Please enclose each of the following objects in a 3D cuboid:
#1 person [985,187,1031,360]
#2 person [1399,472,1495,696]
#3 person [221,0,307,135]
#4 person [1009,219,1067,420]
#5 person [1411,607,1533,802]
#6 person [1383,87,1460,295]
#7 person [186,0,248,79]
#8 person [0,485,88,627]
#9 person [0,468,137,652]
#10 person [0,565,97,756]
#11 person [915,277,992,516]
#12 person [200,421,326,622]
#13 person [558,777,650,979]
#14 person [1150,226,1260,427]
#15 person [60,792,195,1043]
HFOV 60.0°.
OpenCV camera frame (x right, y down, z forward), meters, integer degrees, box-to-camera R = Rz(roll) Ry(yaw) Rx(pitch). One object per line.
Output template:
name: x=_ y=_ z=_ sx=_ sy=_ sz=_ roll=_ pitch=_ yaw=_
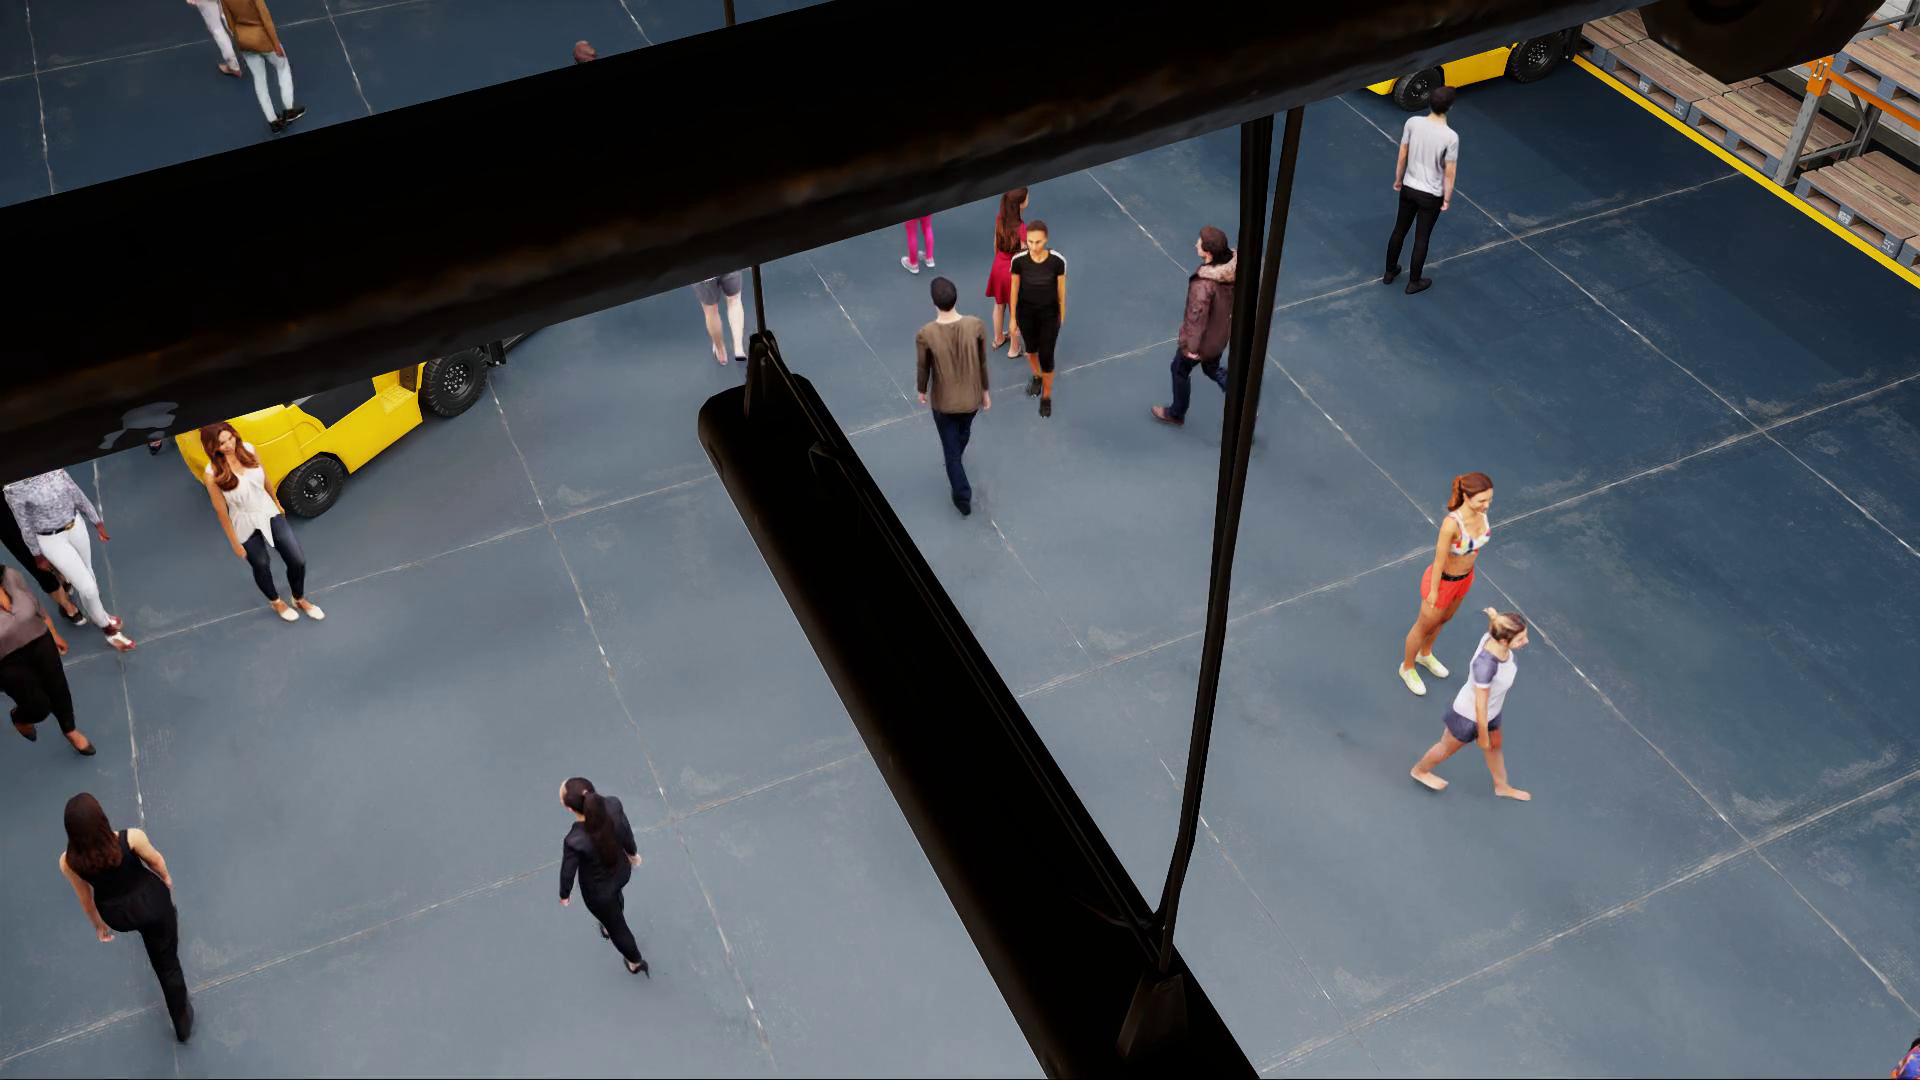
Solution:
person: x=0.413 y=-2.173 z=13.364 sx=0.684 sy=1.552 sz=0.623 roll=-33 pitch=53 yaw=-30
person: x=3.126 y=0.247 z=10.651 sx=0.628 sy=1.789 sz=0.599 roll=-28 pitch=50 yaw=-26
person: x=-6.737 y=-4.703 z=15.836 sx=0.818 sy=1.806 sz=0.865 roll=5 pitch=44 yaw=5
person: x=0.612 y=-1.830 z=12.931 sx=0.824 sy=1.652 sz=0.910 roll=7 pitch=44 yaw=8
person: x=3.034 y=0.991 z=10.020 sx=1.036 sy=1.583 sz=0.892 roll=23 pitch=48 yaw=22
person: x=3.868 y=-2.935 z=13.938 sx=0.622 sy=1.863 sz=0.804 roll=33 pitch=53 yaw=30
person: x=-7.442 y=-5.512 z=16.628 sx=0.912 sy=1.884 sz=0.858 roll=23 pitch=48 yaw=22
person: x=-6.205 y=-0.080 z=11.053 sx=0.918 sy=1.708 sz=0.762 roll=30 pitch=51 yaw=28
person: x=-5.986 y=-0.031 z=10.998 sx=0.899 sy=1.713 sz=0.833 roll=16 pitch=46 yaw=16
person: x=-5.811 y=0.677 z=10.177 sx=0.927 sy=1.821 sz=0.857 roll=21 pitch=48 yaw=21
person: x=-0.003 y=-0.960 z=11.884 sx=0.741 sy=1.838 sz=1.067 roll=-11 pitch=45 yaw=-11
person: x=-4.749 y=-0.140 z=11.071 sx=0.814 sy=1.772 sz=0.772 roll=24 pitch=49 yaw=23
person: x=-1.863 y=1.874 z=9.010 sx=0.841 sy=1.699 sz=0.778 roll=25 pitch=49 yaw=24
person: x=1.923 y=-1.536 z=12.499 sx=1.227 sy=1.822 sz=1.073 roll=25 pitch=49 yaw=24
person: x=-4.387 y=2.040 z=8.884 sx=0.628 sy=1.631 sz=1.154 roll=-15 pitch=46 yaw=-16
